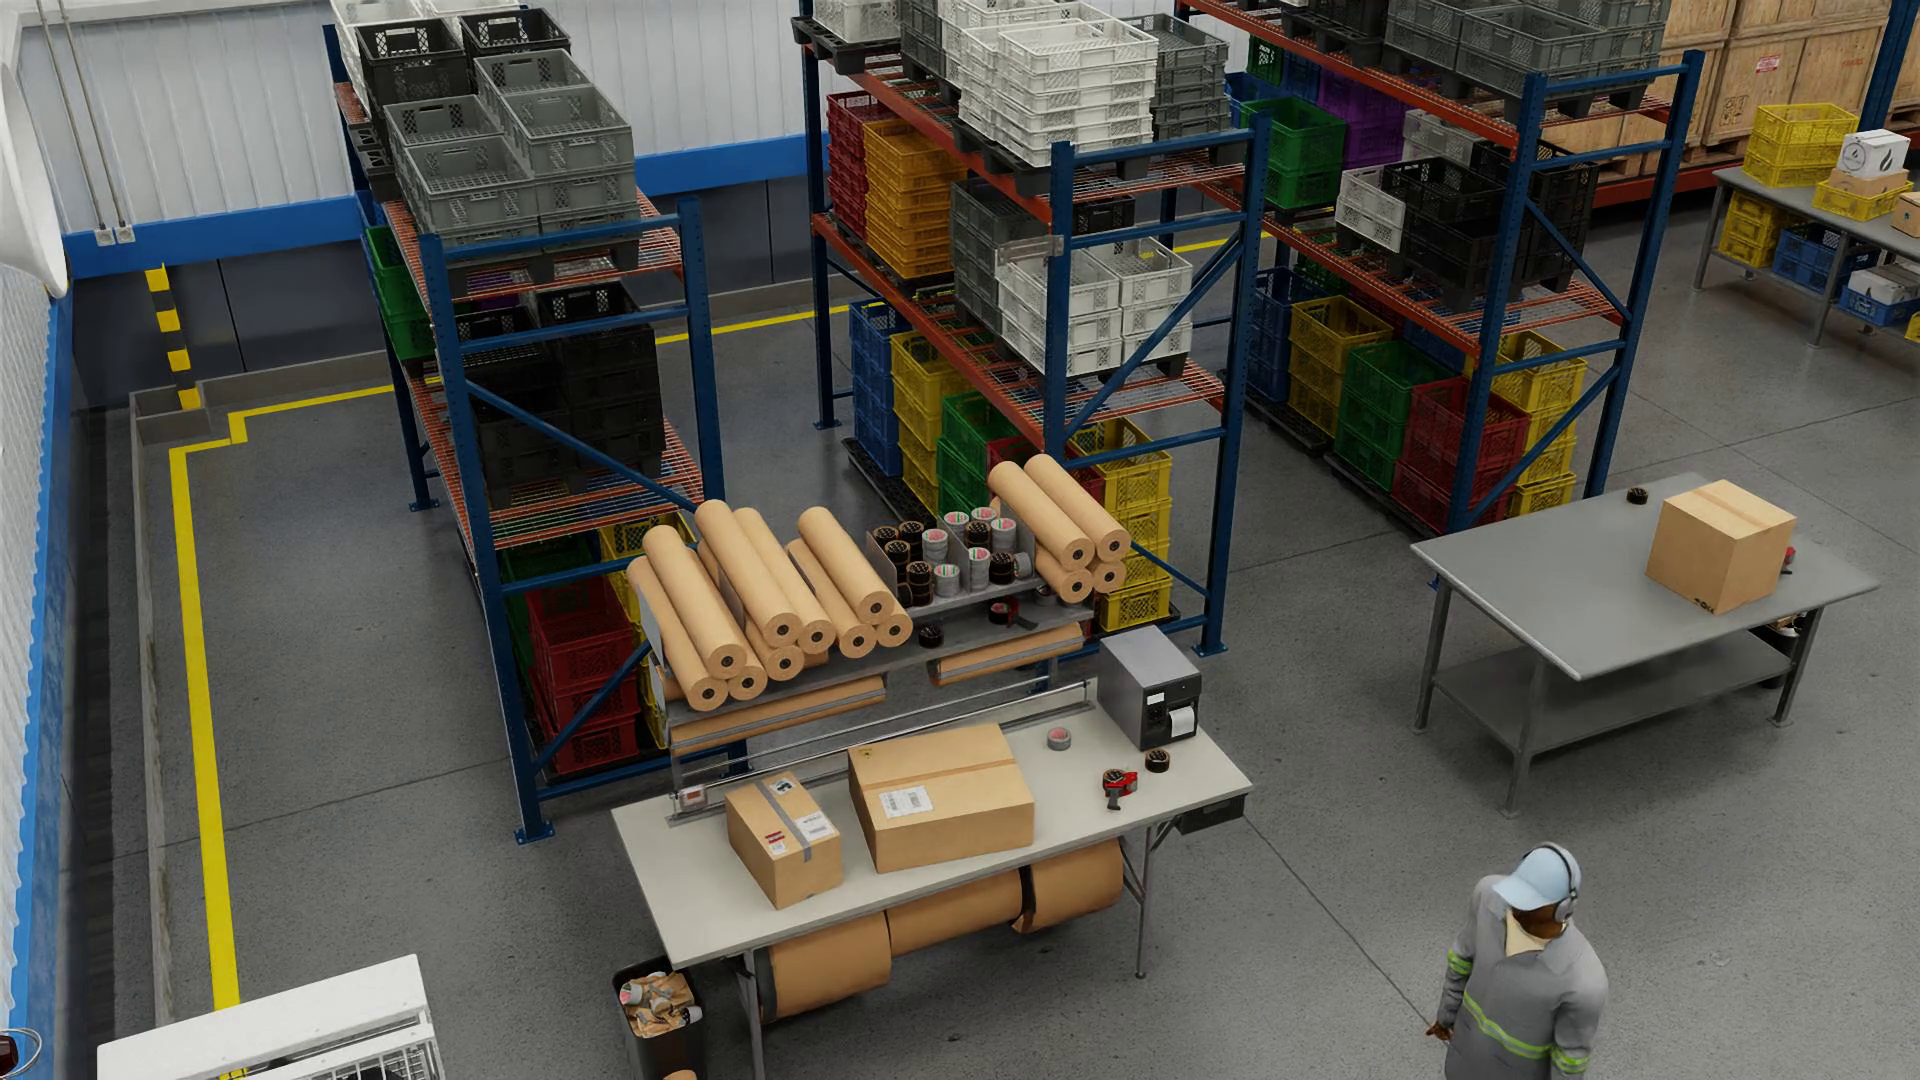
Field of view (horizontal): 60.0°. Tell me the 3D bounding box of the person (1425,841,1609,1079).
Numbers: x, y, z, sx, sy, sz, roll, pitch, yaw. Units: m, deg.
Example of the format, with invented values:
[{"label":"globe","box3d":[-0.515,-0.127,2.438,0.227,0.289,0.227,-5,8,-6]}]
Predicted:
[{"label":"person","box3d":[1.822,1.743,5.629,0.366,1.852,0.589,-15,35,-23]}]
